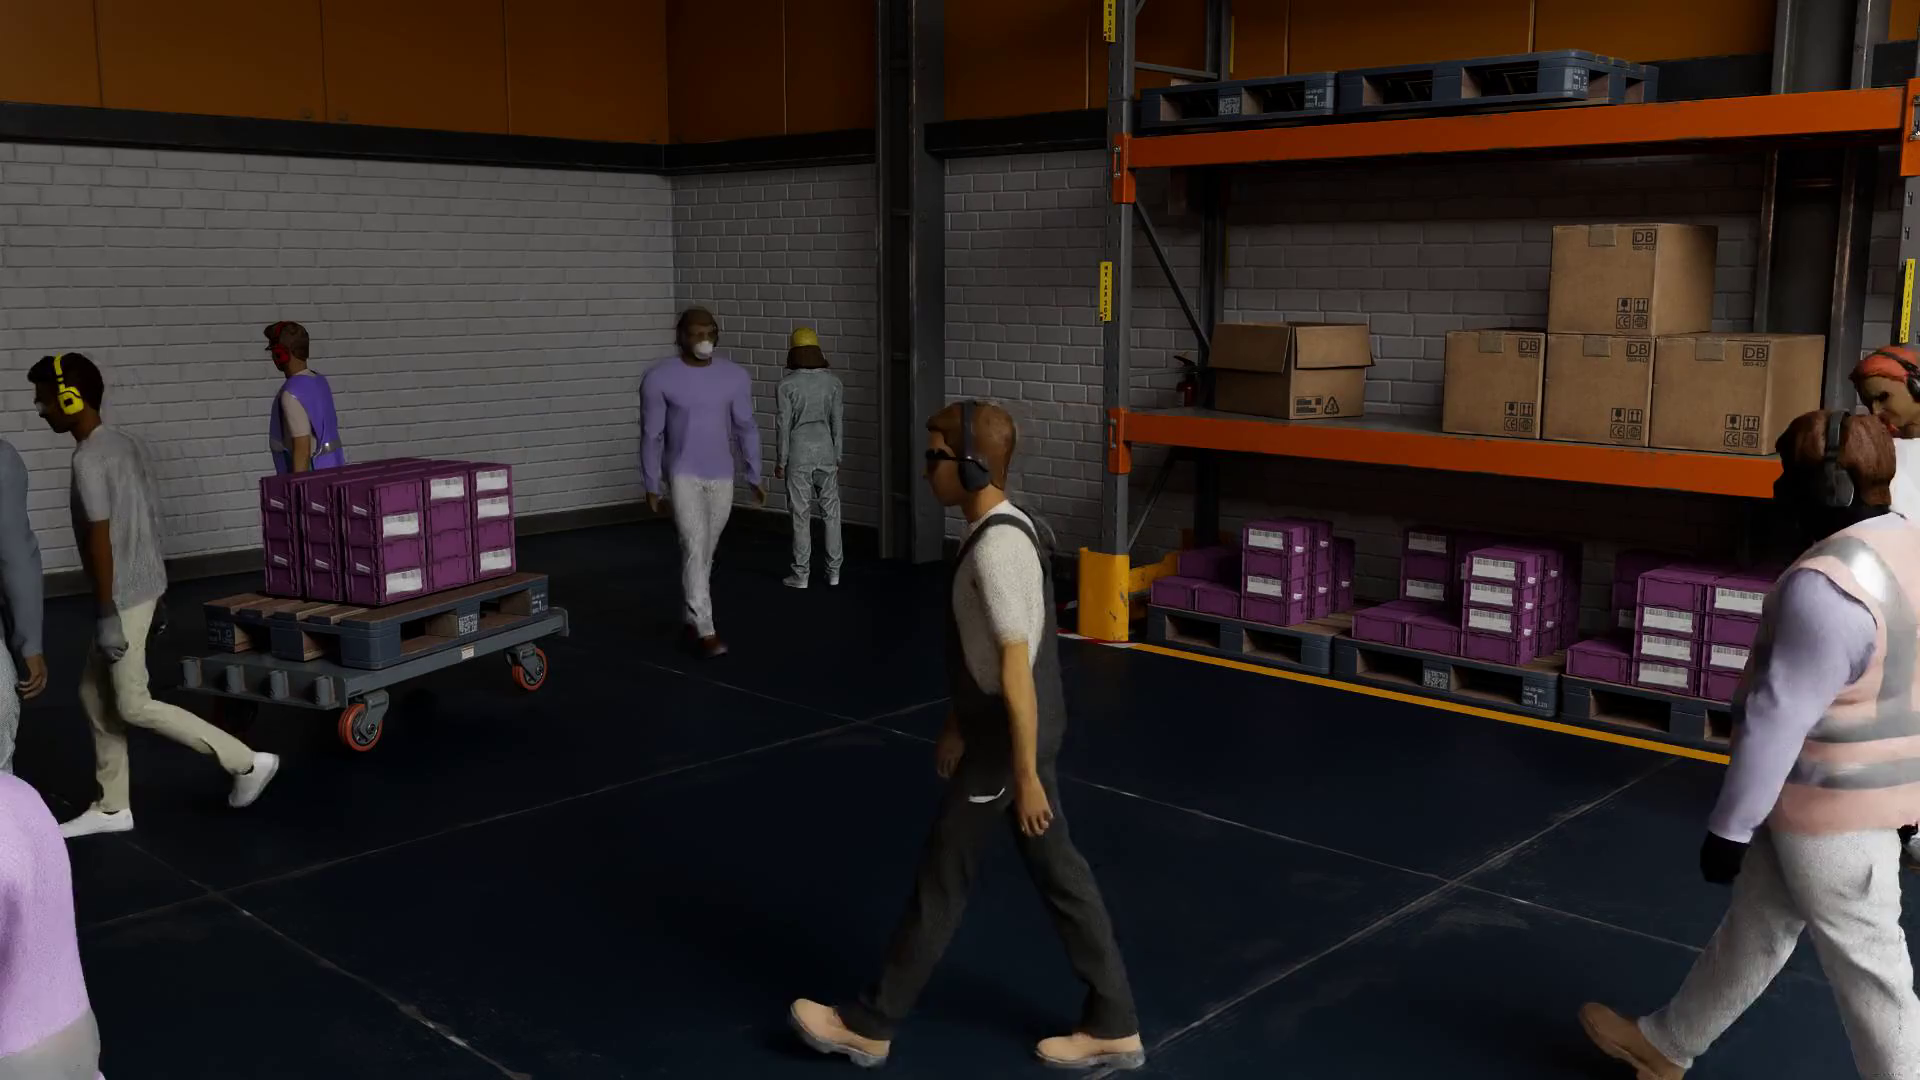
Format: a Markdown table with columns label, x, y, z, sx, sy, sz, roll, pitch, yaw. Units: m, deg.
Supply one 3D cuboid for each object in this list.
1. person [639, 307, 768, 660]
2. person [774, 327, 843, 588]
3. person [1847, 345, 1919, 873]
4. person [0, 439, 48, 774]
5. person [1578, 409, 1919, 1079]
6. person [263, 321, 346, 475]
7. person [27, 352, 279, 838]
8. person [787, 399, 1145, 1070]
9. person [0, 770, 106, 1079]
| label | x | y | z | sx | sy | sz | roll | pitch | yaw |
| --- | --- | --- | --- | --- | --- | --- | --- | --- | --- |
| person | -1.373 | -0.312 | 9.124 | 0.644 | 1.898 | 0.919 | -6 | 11 | -33 |
| person | -1.014 | -0.546 | 11.099 | 0.484 | 1.735 | 0.309 | -5 | 11 | -28 |
| person | 3.328 | 0.249 | 5.877 | 0.623 | 1.859 | 0.421 | 1 | 9 | 9 |
| person | -3.131 | 0.334 | 5.080 | 0.635 | 1.936 | 0.354 | -2 | 10 | -13 |
| person | 1.911 | 0.593 | 3.906 | 0.935 | 1.794 | 0.661 | 8 | 12 | 40 |
| person | -3.521 | -0.256 | 9.000 | 0.396 | 1.839 | 0.564 | -1 | 9 | -8 |
| person | -3.006 | 0.213 | 6.166 | 0.782 | 1.830 | 0.555 | -3 | 10 | -19 |
| person | 0.051 | 0.528 | 4.355 | 0.975 | 1.788 | 0.522 | 1 | 9 | 9 |
| person | -1.150 | 0.866 | 1.578 | 0.703 | 2.016 | 0.493 | -5 | 11 | -29 |
